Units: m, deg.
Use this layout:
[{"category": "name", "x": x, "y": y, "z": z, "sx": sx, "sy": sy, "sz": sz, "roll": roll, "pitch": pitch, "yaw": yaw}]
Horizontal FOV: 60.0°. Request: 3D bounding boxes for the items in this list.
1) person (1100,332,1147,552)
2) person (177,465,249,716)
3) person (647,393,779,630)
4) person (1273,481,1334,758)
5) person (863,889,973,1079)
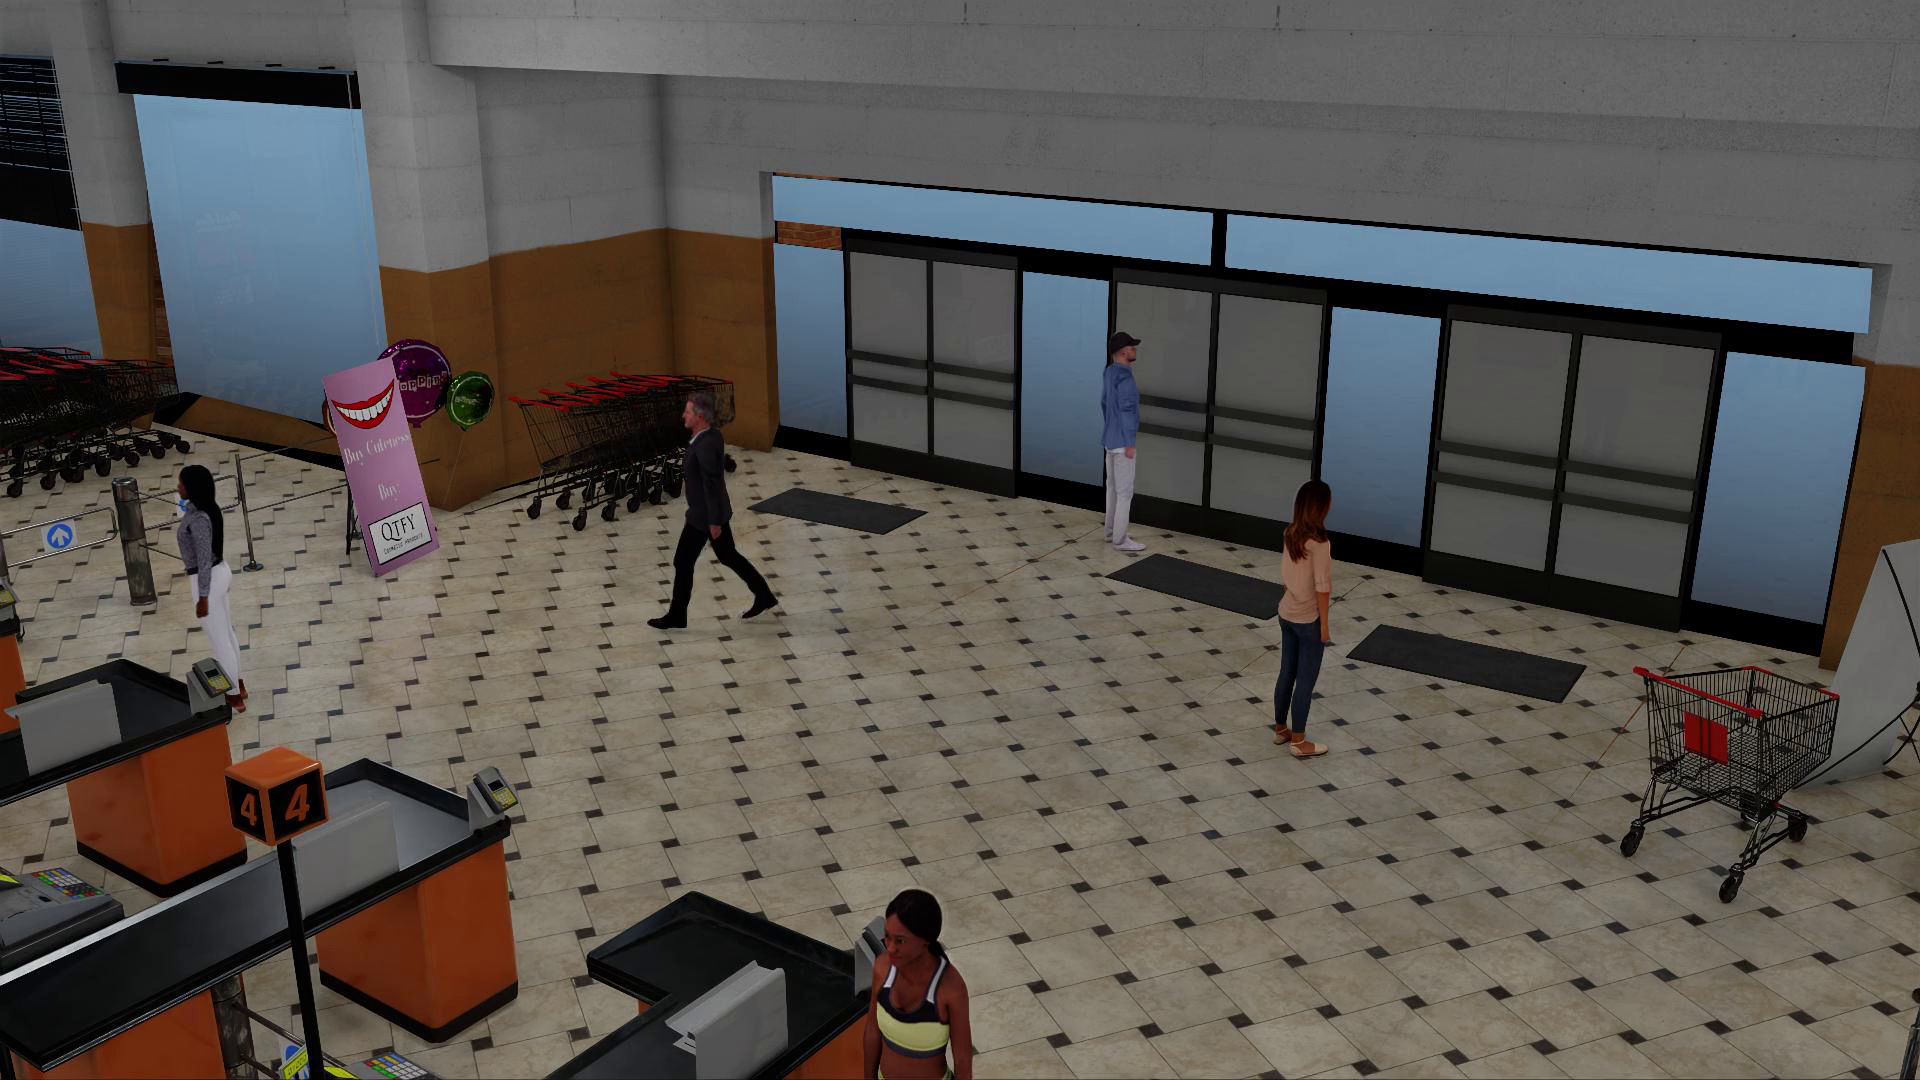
[{"category": "person", "x": 1.381, "y": -0.857, "z": 14.283, "sx": 0.785, "sy": 1.887, "sz": 0.740, "roll": -5, "pitch": 19, "yaw": -13}, {"category": "person", "x": -4.973, "y": 0.321, "z": 11.048, "sx": 0.718, "sy": 1.724, "sz": 0.672, "roll": -4, "pitch": 19, "yaw": -13}, {"category": "person", "x": -1.798, "y": -0.192, "z": 12.455, "sx": 1.270, "sy": 1.796, "sz": 1.277, "roll": -1, "pitch": 19, "yaw": -3}, {"category": "person", "x": 2.152, "y": 0.485, "z": 10.453, "sx": 0.688, "sy": 1.792, "sz": 0.670, "roll": -8, "pitch": 20, "yaw": -22}, {"category": "person", "x": -0.142, "y": 2.023, "z": 5.953, "sx": 0.583, "sy": 1.754, "sz": 0.524, "roll": 10, "pitch": 21, "yaw": 28}]
